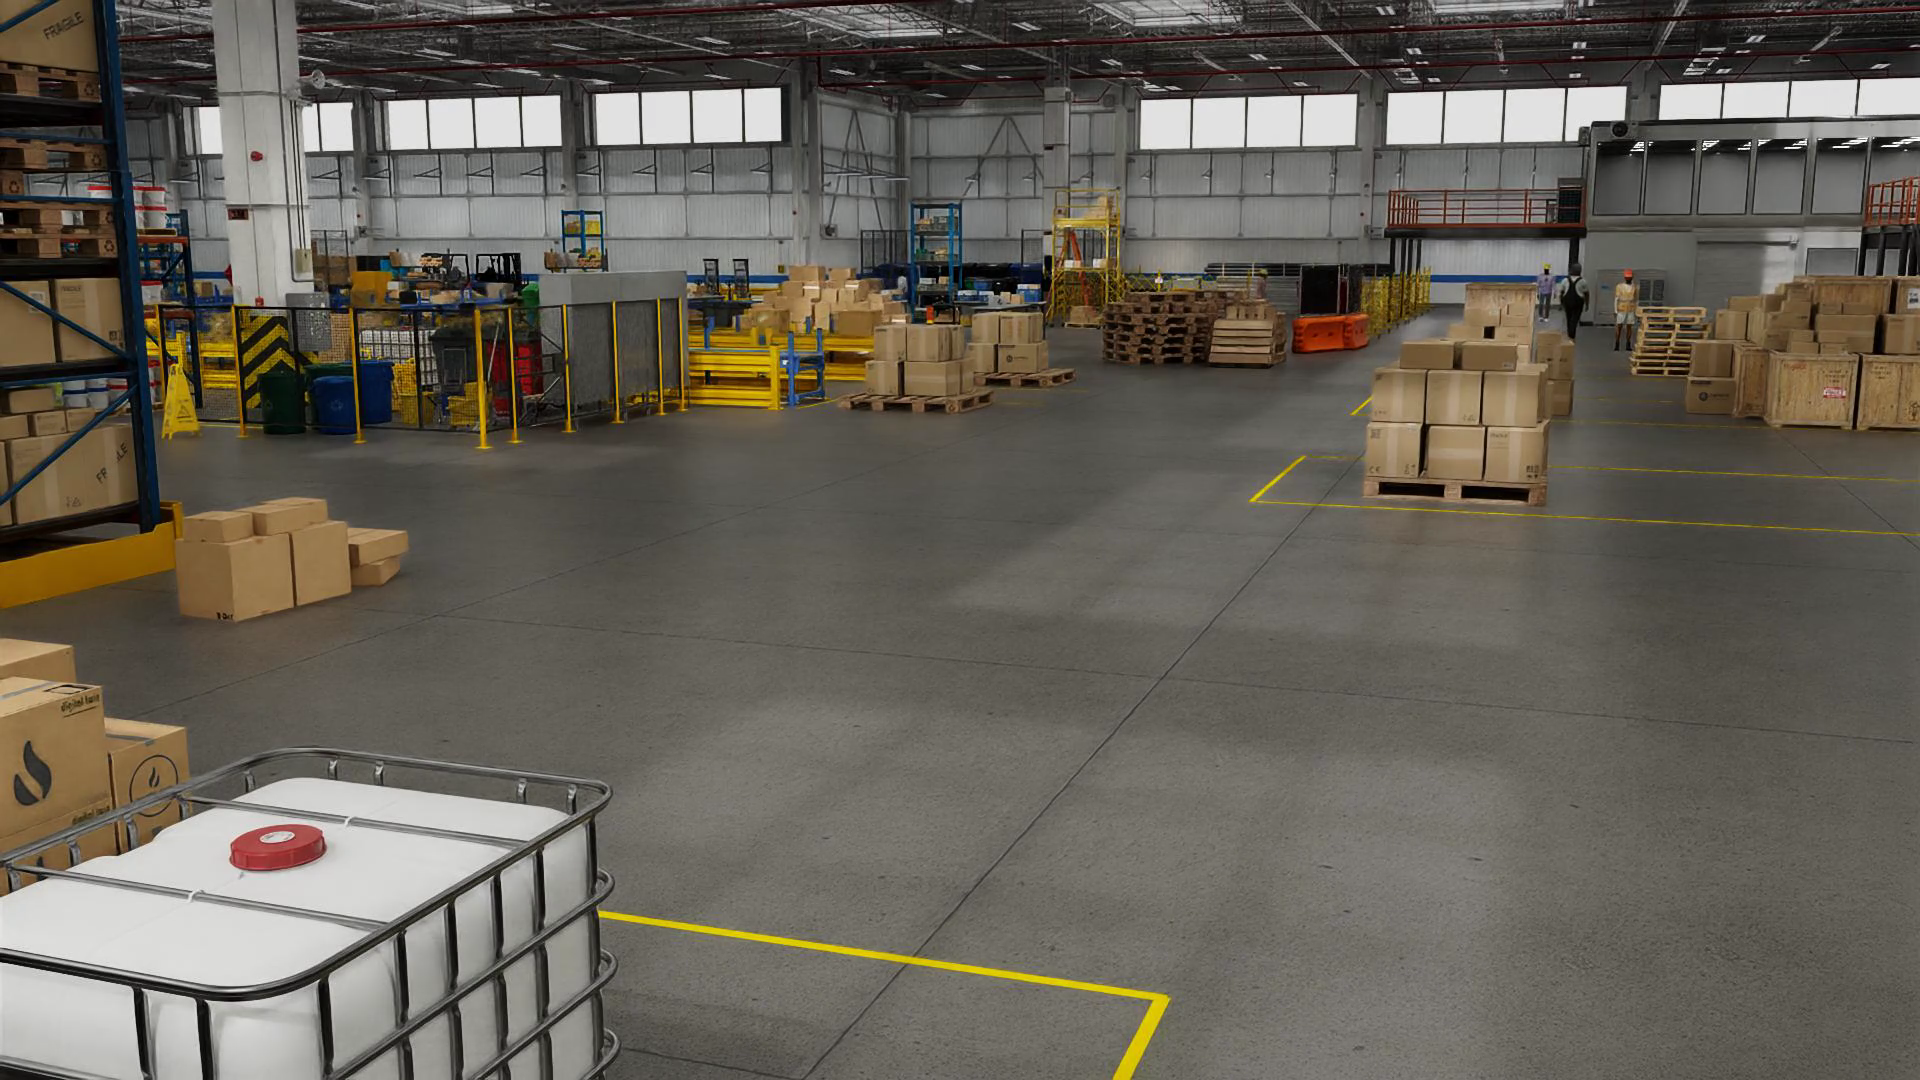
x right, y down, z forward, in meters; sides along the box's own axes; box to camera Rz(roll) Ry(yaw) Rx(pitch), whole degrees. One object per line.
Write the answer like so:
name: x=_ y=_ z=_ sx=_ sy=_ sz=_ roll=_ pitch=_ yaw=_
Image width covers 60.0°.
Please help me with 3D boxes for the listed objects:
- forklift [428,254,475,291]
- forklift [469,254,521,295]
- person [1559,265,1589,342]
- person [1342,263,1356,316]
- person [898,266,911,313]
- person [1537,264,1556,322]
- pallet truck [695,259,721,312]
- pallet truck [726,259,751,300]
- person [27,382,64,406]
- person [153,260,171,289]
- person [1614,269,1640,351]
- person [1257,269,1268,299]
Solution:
forklift: x=-20.133 y=-10.254 z=65.465 sx=1.157 sy=1.987 sz=2.680 roll=3 pitch=11 yaw=19
forklift: x=-17.990 y=-10.121 z=64.684 sx=1.157 sy=1.987 sz=2.680 roll=3 pitch=11 yaw=17
person: x=15.978 y=-6.165 z=43.154 sx=0.702 sy=2.000 sz=1.035 roll=8 pitch=13 yaw=38
person: x=13.485 y=-8.653 z=57.647 sx=0.562 sy=1.864 sz=0.598 roll=-5 pitch=11 yaw=-25
person: x=-1.726 y=-7.429 z=50.819 sx=0.406 sy=1.857 sz=0.511 roll=-5 pitch=11 yaw=-28
person: x=19.081 y=-8.036 z=54.143 sx=0.607 sy=1.882 sz=0.975 roll=3 pitch=11 yaw=19
pallet truck: x=-9.165 y=-9.627 z=62.776 sx=0.823 sy=1.965 sz=1.885 roll=4 pitch=11 yaw=23
pallet truck: x=-7.986 y=-9.493 z=62.019 sx=0.823 sy=1.965 sz=1.885 roll=3 pitch=11 yaw=17
person: x=-8.643 y=-1.125 z=15.732 sx=0.318 sy=1.698 sz=0.539 roll=-3 pitch=10 yaw=-15
person: x=-31.866 y=-10.257 z=66.407 sx=0.653 sy=1.960 sz=0.889 roll=-8 pitch=13 yaw=-38
person: x=15.785 y=-5.441 z=39.371 sx=0.552 sy=1.935 sz=0.374 roll=2 pitch=10 yaw=12
person: x=9.263 y=-7.389 z=50.857 sx=0.330 sy=1.758 sz=0.536 roll=-1 pitch=10 yaw=-5
